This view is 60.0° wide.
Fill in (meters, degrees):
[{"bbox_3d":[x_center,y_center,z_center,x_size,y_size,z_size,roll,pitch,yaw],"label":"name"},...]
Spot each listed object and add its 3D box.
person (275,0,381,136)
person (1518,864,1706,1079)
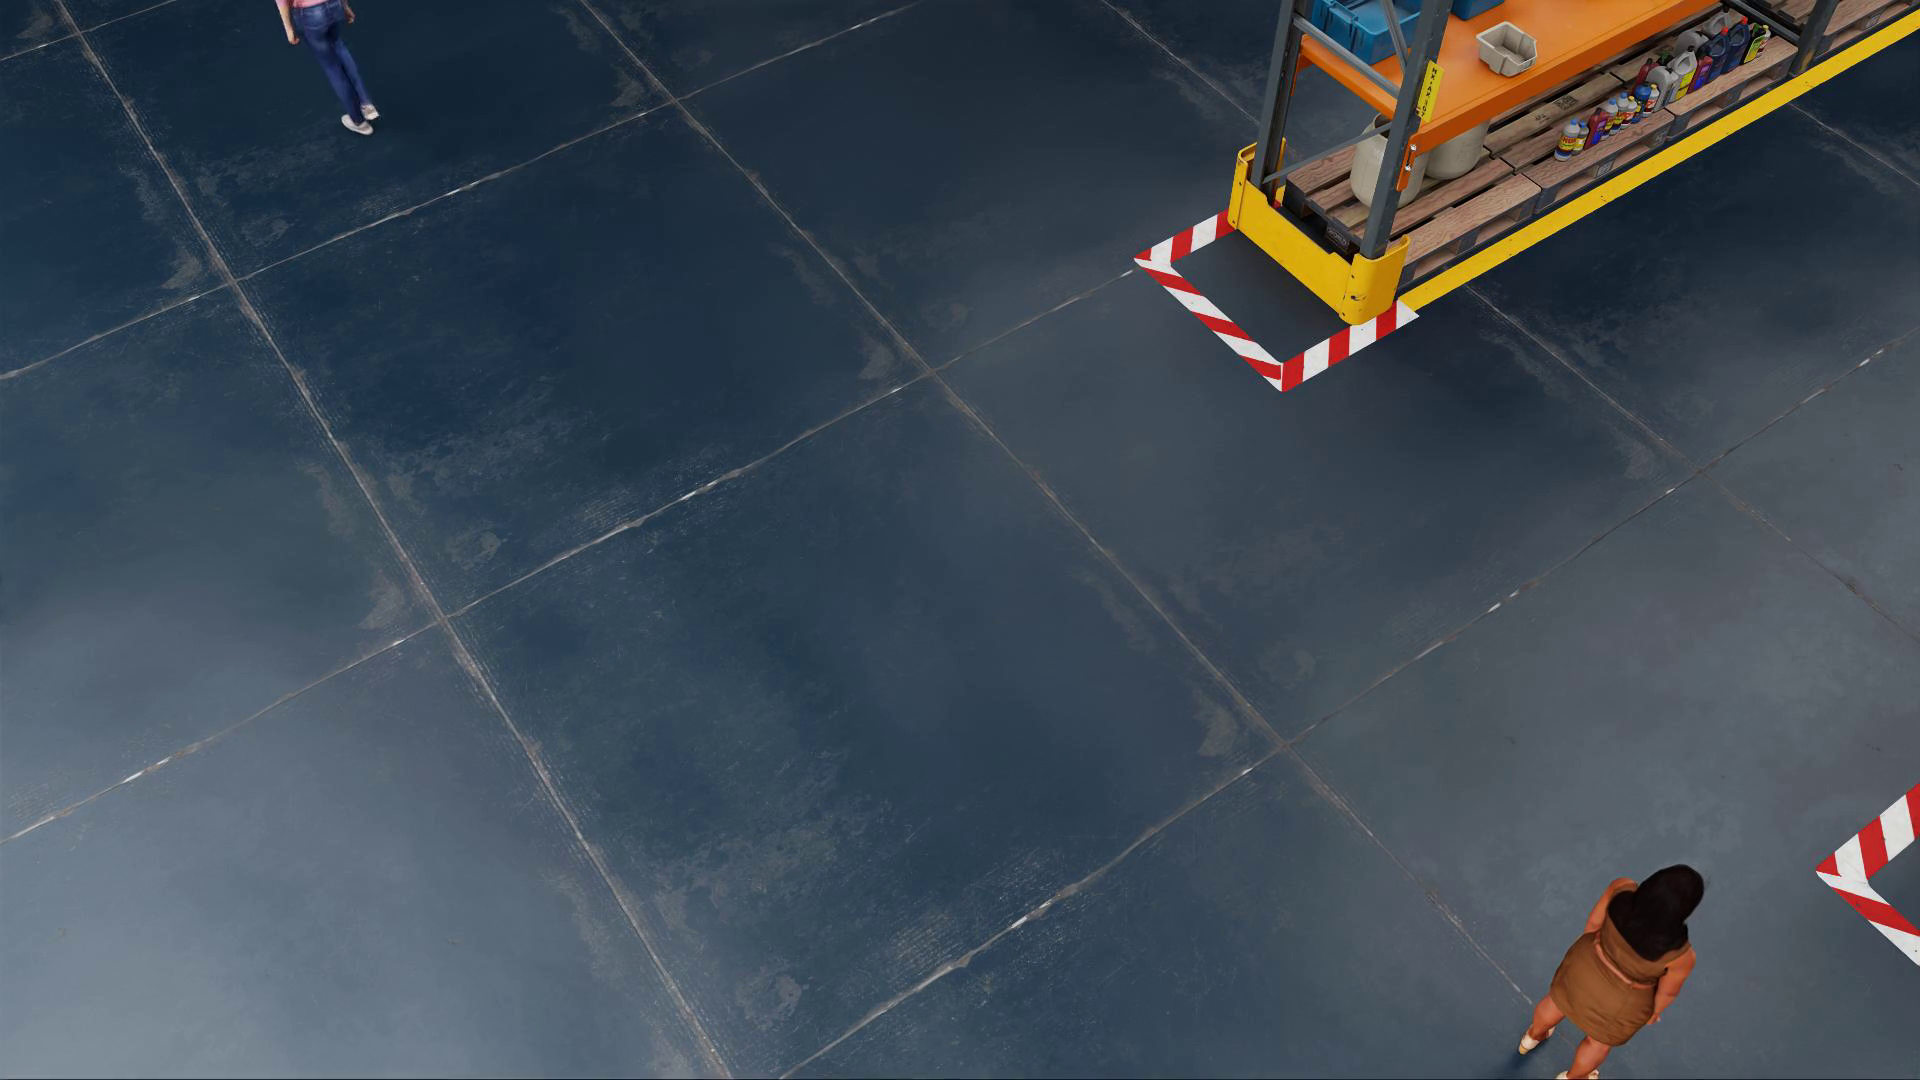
[{"bbox_3d":[-3.831,-3.161,10.076,0.742,1.739,0.660,31,58,22],"label":"person"},{"bbox_3d":[2.492,1.679,6.358,0.508,1.690,0.561,-27,57,-19],"label":"person"}]
